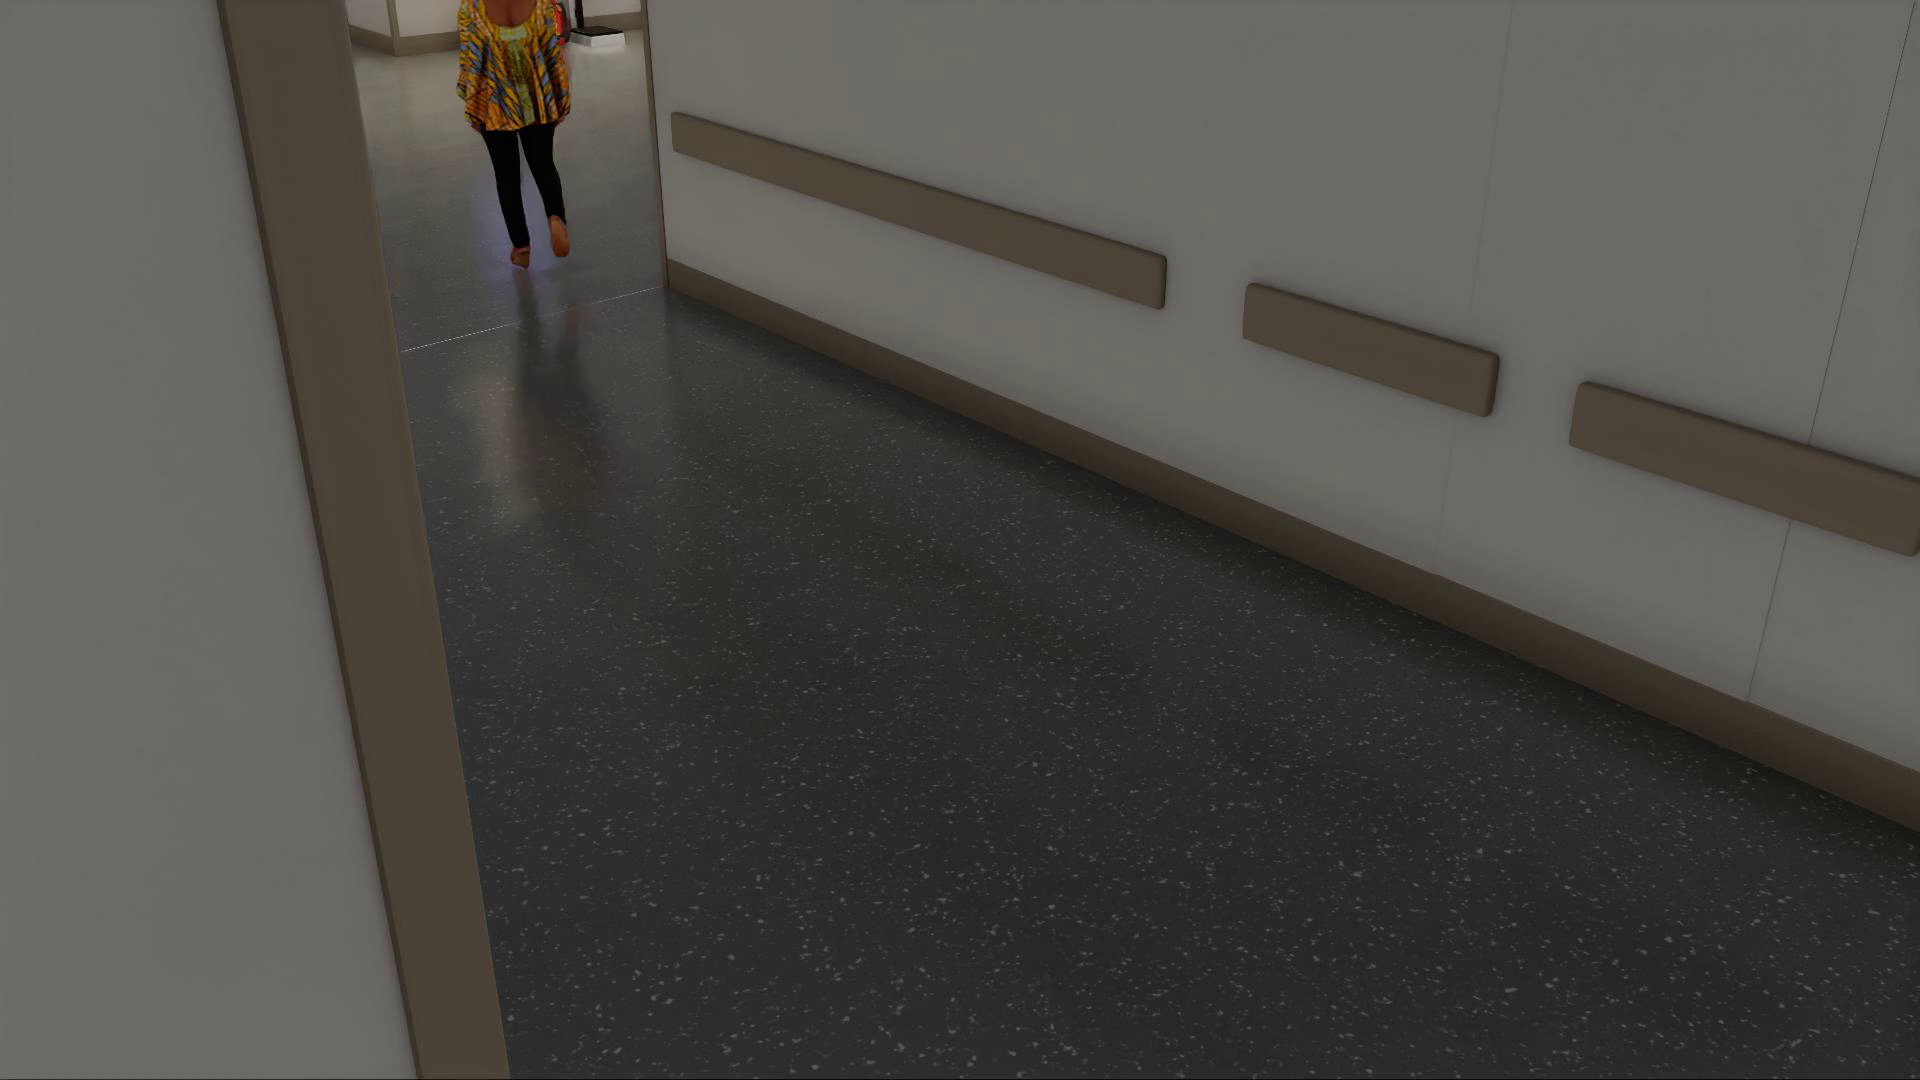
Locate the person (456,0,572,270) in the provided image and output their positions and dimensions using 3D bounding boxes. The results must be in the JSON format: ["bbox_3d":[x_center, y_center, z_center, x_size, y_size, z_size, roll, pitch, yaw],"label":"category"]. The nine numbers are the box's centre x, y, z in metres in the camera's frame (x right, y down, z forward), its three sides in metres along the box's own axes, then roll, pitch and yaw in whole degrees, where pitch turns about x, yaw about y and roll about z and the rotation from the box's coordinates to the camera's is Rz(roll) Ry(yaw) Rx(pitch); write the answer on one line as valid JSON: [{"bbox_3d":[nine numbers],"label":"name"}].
[{"bbox_3d":[-2.185,-2.122,8.231,0.833,1.641,0.847,-13,29,-26],"label":"person"}]
